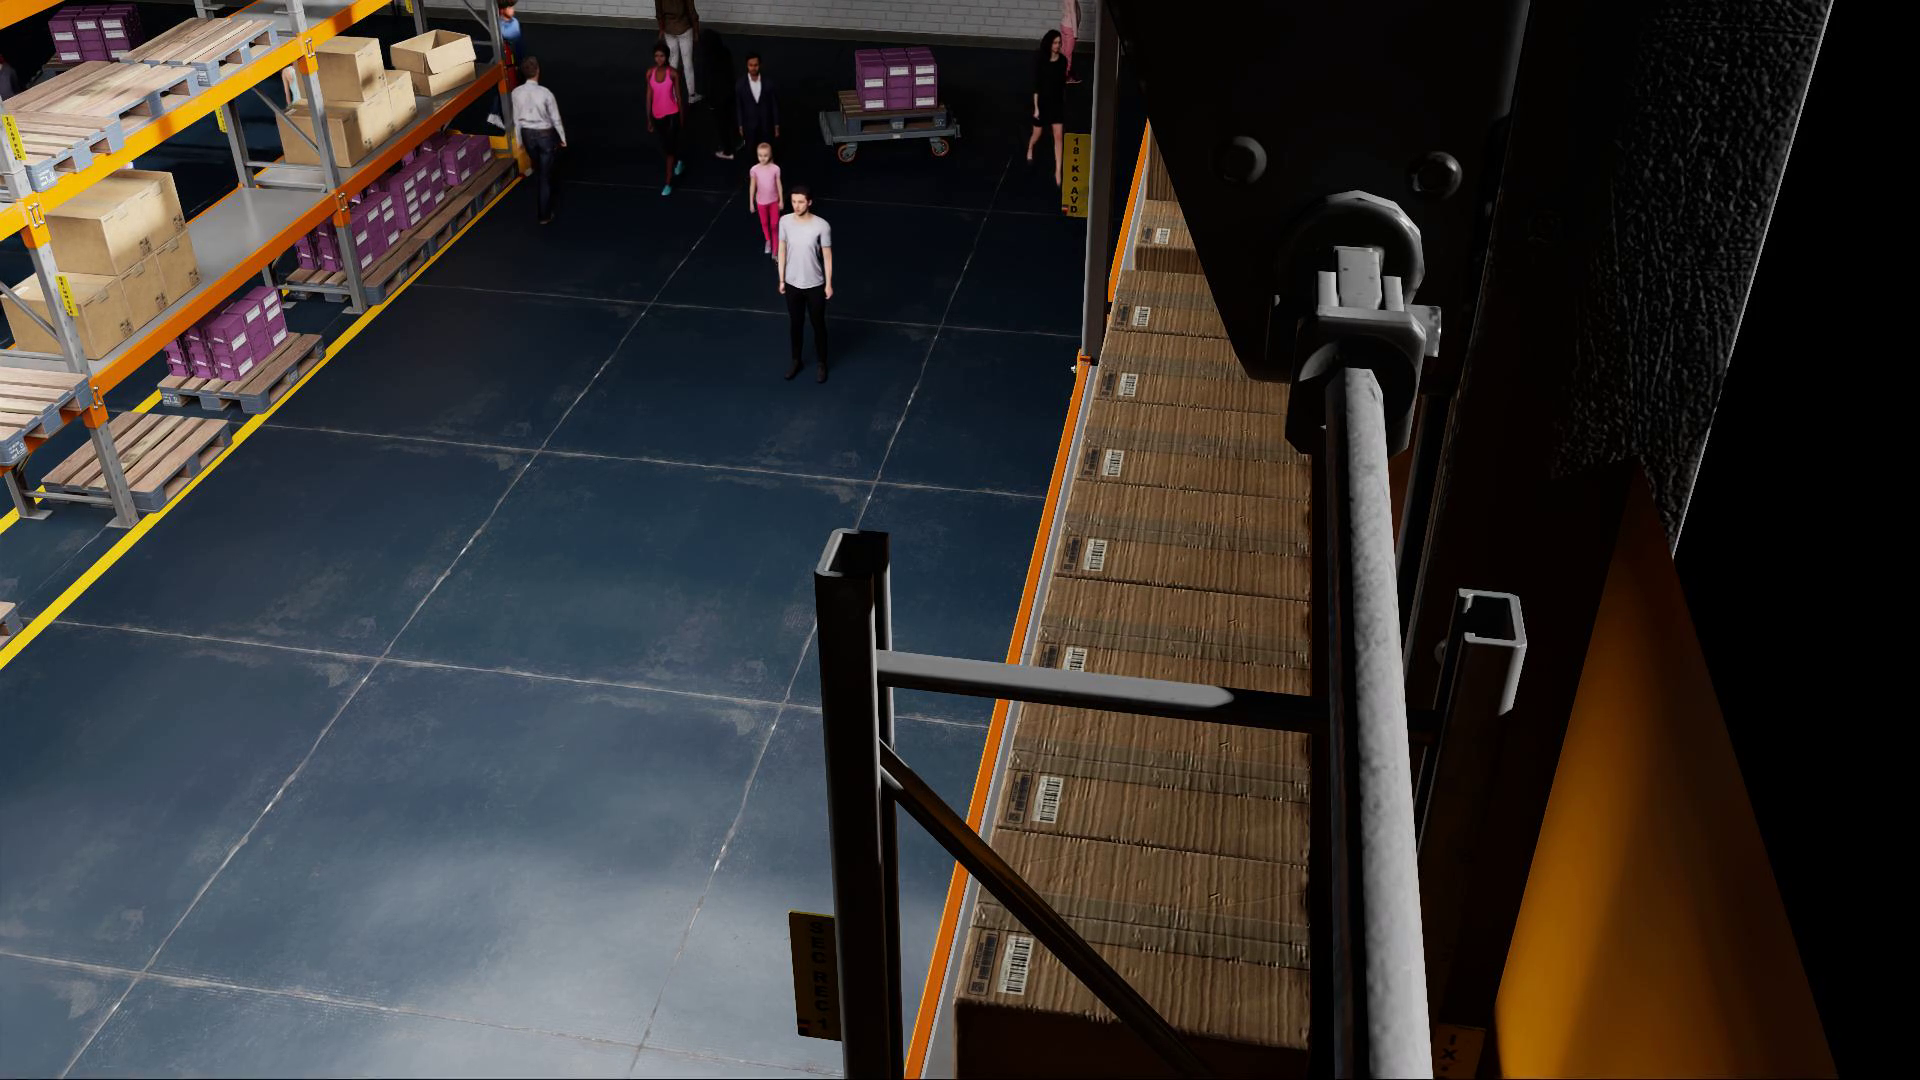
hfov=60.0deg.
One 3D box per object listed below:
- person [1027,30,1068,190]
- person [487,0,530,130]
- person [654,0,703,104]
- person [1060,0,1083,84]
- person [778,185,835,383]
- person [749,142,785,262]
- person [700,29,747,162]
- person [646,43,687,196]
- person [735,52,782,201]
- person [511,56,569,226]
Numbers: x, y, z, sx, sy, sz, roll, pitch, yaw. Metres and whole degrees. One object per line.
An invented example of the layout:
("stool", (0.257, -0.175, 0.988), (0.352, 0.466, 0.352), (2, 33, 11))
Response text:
("person", (0.980, -5.002, 19.232), (0.927, 1.772, 1.157), (-10, 35, -14))
("person", (-5.629, -5.839, 20.502), (0.849, 1.761, 1.189), (10, 35, 14))
("person", (-3.662, -6.608, 21.599), (0.734, 1.825, 0.561), (7, 34, 11))
("person", (1.471, -6.913, 22.404), (0.676, 1.443, 0.569), (-9, 35, -14))
("person", (-1.399, -2.350, 15.159), (0.677, 1.863, 0.571), (8, 35, 12))
("person", (-2.040, -3.615, 17.621), (0.630, 1.246, 0.904), (-2, 34, -3))
("person", (-2.775, -5.270, 19.793), (0.812, 1.597, 0.749), (17, 37, 24))
("person", (-3.358, -4.892, 19.159), (0.536, 1.670, 1.165), (6, 34, 9))
("person", (-2.282, -4.704, 18.834), (0.726, 1.715, 0.721), (-6, 34, -9))
("person", (-4.645, -4.349, 18.252), (0.712, 1.768, 1.153), (4, 34, 5))
